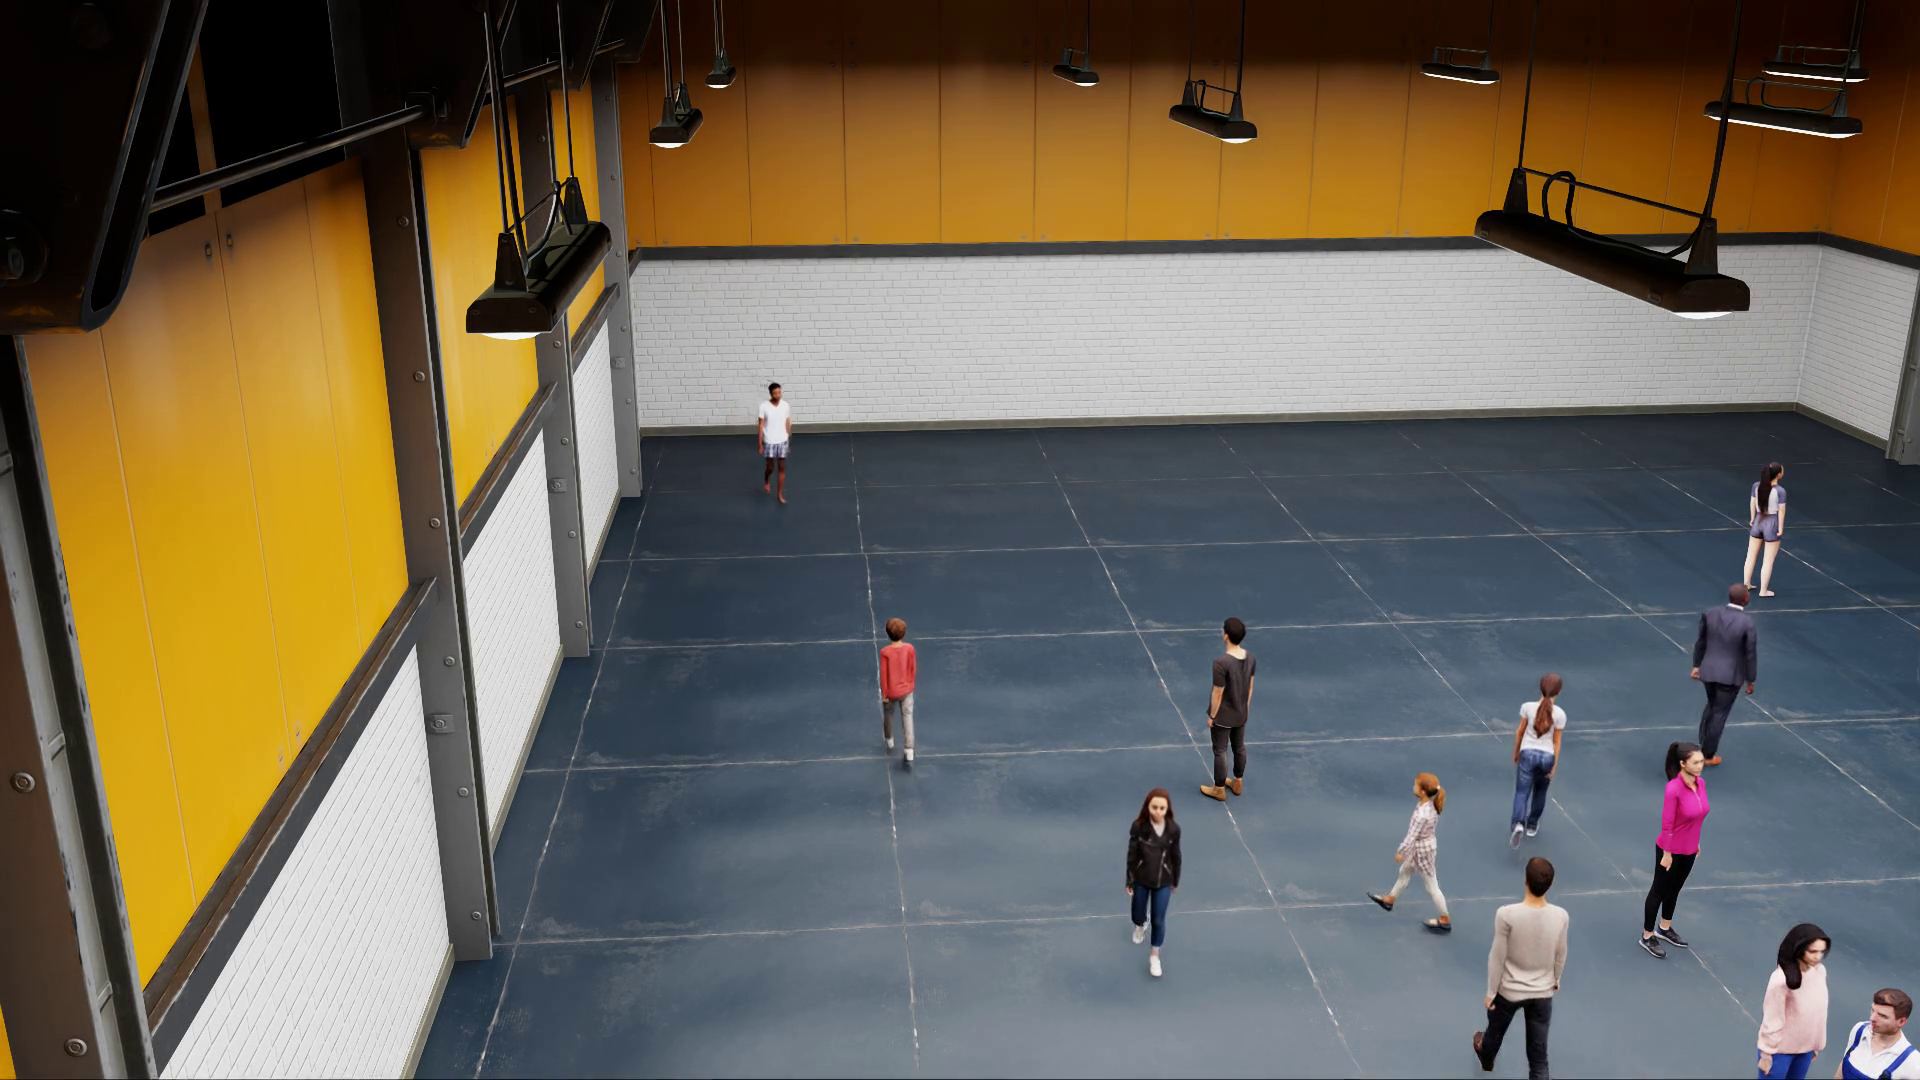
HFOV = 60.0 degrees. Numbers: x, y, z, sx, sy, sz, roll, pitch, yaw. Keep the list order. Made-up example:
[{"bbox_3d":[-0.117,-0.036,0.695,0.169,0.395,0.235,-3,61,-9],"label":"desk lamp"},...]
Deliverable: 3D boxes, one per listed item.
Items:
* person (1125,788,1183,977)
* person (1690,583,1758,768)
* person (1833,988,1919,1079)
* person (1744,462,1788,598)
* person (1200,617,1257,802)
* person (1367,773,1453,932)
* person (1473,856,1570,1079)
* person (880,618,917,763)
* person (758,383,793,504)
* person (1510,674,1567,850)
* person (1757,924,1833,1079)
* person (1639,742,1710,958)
[{"bbox_3d":[1.434,2.493,12.402,0.643,1.472,0.795,2,19,5],"label":"person"},{"bbox_3d":[7.049,1.279,15.478,0.872,1.809,0.747,-11,21,-29],"label":"person"},{"bbox_3d":[5.107,3.319,9.355,0.753,1.850,0.613,-8,20,-22],"label":"person"},{"bbox_3d":[9.660,-0.139,19.935,0.731,1.651,0.613,-11,22,-30],"label":"person"},{"bbox_3d":[2.429,1.510,14.936,0.704,1.717,0.706,-11,22,-30],"label":"person"},{"bbox_3d":[3.642,2.441,12.872,0.933,1.269,0.934,12,22,31],"label":"person"},{"bbox_3d":[3.611,2.937,10.550,0.797,1.811,1.217,1,19,3],"label":"person"},{"bbox_3d":[-0.555,1.432,15.674,0.593,1.393,0.965,-4,19,-11],"label":"person"},{"bbox_3d":[-2.640,-1.400,23.570,0.811,1.721,0.907,-9,21,-25],"label":"person"},{"bbox_3d":[4.882,1.888,14.099,0.850,1.535,1.040,8,20,24],"label":"person"},{"bbox_3d":[5.027,3.102,10.130,0.713,1.768,0.661,-8,20,-23],"label":"person"},{"bbox_3d":[5.413,2.313,12.580,0.681,1.699,0.712,-12,22,-31],"label":"person"}]
